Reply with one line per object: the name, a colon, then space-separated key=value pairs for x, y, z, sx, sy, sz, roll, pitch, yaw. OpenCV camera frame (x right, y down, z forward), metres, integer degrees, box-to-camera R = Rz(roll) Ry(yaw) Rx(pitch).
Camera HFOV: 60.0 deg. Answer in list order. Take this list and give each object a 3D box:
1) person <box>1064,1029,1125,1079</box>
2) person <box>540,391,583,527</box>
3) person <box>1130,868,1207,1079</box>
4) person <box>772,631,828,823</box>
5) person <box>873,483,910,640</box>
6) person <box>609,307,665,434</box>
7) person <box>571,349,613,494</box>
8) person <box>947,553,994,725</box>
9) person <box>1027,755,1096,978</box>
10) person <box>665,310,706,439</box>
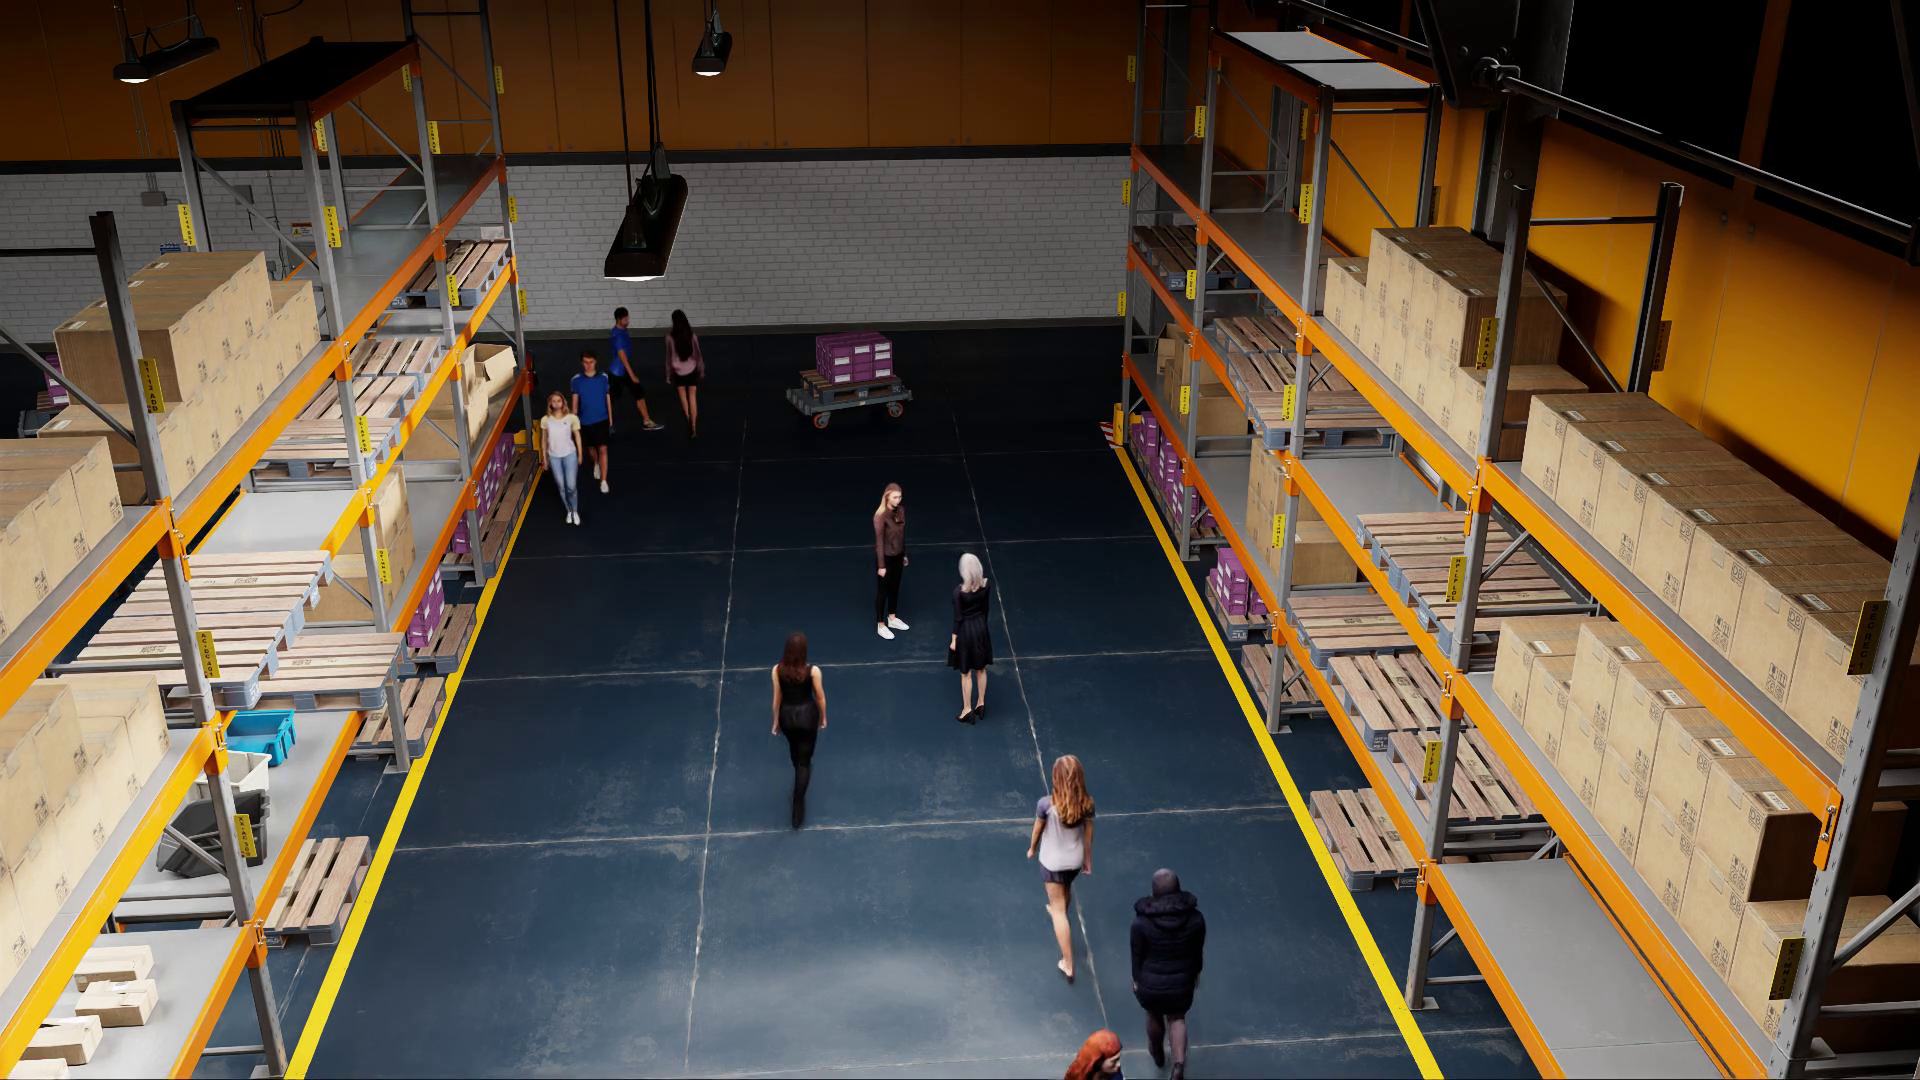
person: x=0.662 y=3.542 z=9.660 sx=0.813 sy=1.801 sz=0.874 roll=-14 pitch=27 yaw=-28
person: x=-4.832 y=-1.023 z=20.217 sx=0.628 sy=1.710 sz=0.645 roll=-2 pitch=24 yaw=-6
person: x=1.384 y=2.971 z=11.148 sx=0.664 sy=1.655 sz=0.921 roll=-1 pitch=24 yaw=-3
person: x=-1.391 y=1.622 z=14.247 sx=0.777 sy=1.644 sz=1.180 roll=3 pitch=24 yaw=7
person: x=-0.738 y=0.189 z=17.449 sx=0.731 sy=1.705 sz=0.657 roll=17 pitch=29 yaw=34
person: x=-4.772 y=-2.302 z=23.009 sx=0.817 sy=1.816 sz=1.180 roll=1 pitch=24 yaw=3
person: x=-4.701 y=-1.561 z=21.315 sx=0.795 sy=1.816 sz=1.275 roll=-6 pitch=24 yaw=-13
person: x=0.100 y=0.921 z=15.722 sx=0.696 sy=1.748 sz=0.724 roll=-17 pitch=29 yaw=-33
person: x=0.775 y=2.444 z=12.325 sx=0.757 sy=1.677 sz=1.117 roll=-7 pitch=25 yaw=-16
person: x=-3.787 y=-2.239 z=22.906 sx=0.758 sy=1.783 sz=0.729 roll=-4 pitch=24 yaw=-9
